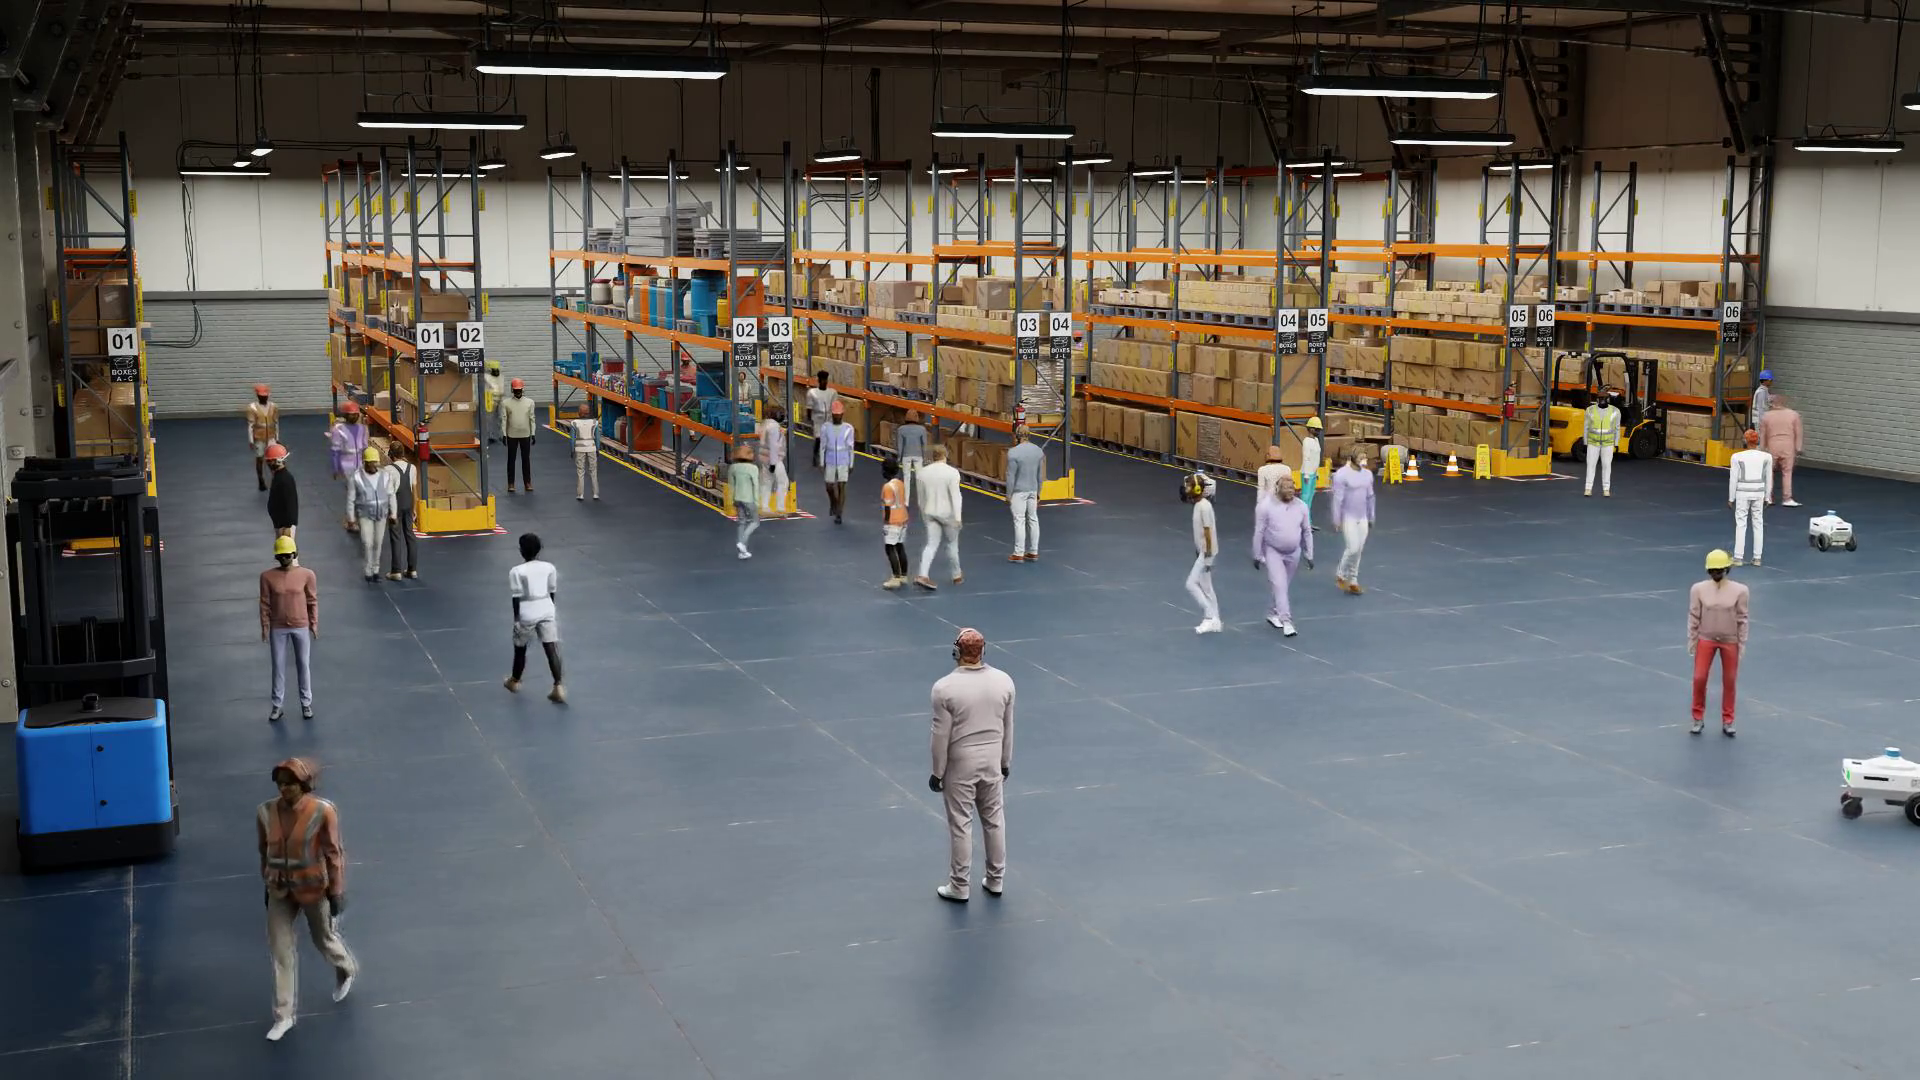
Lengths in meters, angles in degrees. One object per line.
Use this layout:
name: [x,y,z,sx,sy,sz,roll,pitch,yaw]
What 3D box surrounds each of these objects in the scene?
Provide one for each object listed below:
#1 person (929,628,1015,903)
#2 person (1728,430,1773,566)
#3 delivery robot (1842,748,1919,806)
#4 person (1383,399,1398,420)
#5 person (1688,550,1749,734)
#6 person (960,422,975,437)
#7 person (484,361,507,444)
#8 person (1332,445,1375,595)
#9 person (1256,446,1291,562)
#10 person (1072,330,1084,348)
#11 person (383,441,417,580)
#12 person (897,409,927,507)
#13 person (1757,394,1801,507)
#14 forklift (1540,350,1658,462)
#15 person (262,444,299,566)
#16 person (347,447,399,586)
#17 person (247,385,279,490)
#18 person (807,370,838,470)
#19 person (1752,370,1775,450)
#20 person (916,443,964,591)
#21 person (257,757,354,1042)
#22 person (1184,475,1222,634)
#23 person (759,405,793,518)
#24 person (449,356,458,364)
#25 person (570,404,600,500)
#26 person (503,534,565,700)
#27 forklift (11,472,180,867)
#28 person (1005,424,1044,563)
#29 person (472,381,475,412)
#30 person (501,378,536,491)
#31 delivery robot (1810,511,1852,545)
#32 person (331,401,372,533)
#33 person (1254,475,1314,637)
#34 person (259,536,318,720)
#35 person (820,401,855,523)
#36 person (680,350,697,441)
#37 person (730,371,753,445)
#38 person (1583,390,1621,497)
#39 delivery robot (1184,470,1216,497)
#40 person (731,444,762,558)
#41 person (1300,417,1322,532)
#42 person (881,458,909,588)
person: [0.064,1.556,14.575,0.643,1.910,0.399,-4,10,-27]
person: [10.907,-0.587,28.936,0.574,1.886,0.356,0,9,3]
delivery robot: [7.397,1.895,16.636,0.707,0.478,0.477,3,9,19]
person: [9.942,-3.421,48.340,0.483,1.737,0.320,8,12,42]
person: [6.956,0.939,19.231,0.525,1.734,0.481,4,10,27]
person: [0.232,-2.847,44.078,0.631,1.861,0.464,3,9,19]
person: [-9.908,-2.939,44.909,0.883,1.789,0.613,8,12,44]
person: [5.027,-0.255,26.606,0.650,1.919,0.442,-6,10,-34]
person: [4.370,-0.499,29.200,0.508,1.627,0.264,-2,9,-14]
person: [3.124,-4.584,55.402,0.349,1.942,0.545,2,9,10]
person: [-7.440,-0.398,27.840,0.331,1.841,0.505,7,11,40]
person: [-0.799,-1.370,34.997,0.504,1.631,0.281,0,9,-1]
person: [13.735,-1.500,35.086,0.748,1.873,0.396,2,9,11]
forklift: [12.897,-2.725,42.309,2.313,2.155,1.214,-3,9,-21]
person: [-8.443,-0.210,26.066,0.400,1.989,0.623,-5,10,-28]
person: [-7.660,-0.314,27.380,0.609,1.801,0.774,-6,11,-36]
person: [-12.238,-1.785,36.895,0.574,1.883,0.987,-6,10,-34]
person: [-2.597,-2.269,39.952,0.621,1.951,0.411,-3,9,-21]
person: [15.300,-2.268,39.931,0.389,1.949,0.603,3,9,18]
person: [-0.281,-0.299,27.076,0.680,1.891,0.973,5,10,31]
person: [-3.847,2.043,12.316,0.522,1.614,0.770,1,9,9]
person: [2.806,0.168,24.103,0.490,1.831,0.548,0,9,-1]
person: [-2.934,-1.265,33.687,0.633,1.815,0.630,-3,9,-20]
person: [-12.247,-3.849,50.763,0.521,1.865,0.336,-4,9,-24]
person: [-6.417,-1.503,35.855,0.515,1.641,0.314,-2,9,-15]
person: [-4.233,0.752,20.797,0.547,1.643,0.912,-7,11,-41]
forklift: [-6.630,0.886,15.957,1.129,2.768,1.873,-3,9,-21]
person: [0.900,-0.655,29.244,0.625,1.933,0.358,-7,11,-40]
person: [-10.494,-2.802,44.024,0.614,1.780,0.831,-1,9,-4]
person: [-7.824,-1.870,37.127,0.612,1.995,0.382,-3,9,-22]
delivery robot: [12.669,-0.181,30.464,0.477,0.478,0.707,0,9,-3]
person: [-9.194,-1.108,31.961,0.832,2.016,0.632,7,11,40]
person: [3.741,0.158,24.128,0.663,1.842,1.059,-2,9,-16]
person: [-6.368,0.829,19.889,0.528,1.767,0.329,-2,9,-13]
person: [-1.945,-1.251,33.220,0.561,1.927,0.523,0,9,1]
person: [-5.975,-3.150,45.692,0.611,1.985,0.393,-3,9,-20]
person: [-4.625,-2.752,44.184,0.514,1.642,0.310,-5,10,-29]
person: [11.125,-1.675,36.334,0.620,1.845,0.430,3,9,18]
delivery robot: [4.082,-0.951,35.611,0.477,0.478,0.707,-2,9,-15]
person: [-3.015,-0.543,29.513,0.525,1.619,0.371,6,11,36]
person: [5.408,-1.018,32.212,0.330,1.765,0.526,4,10,27]
person: [-0.859,-0.224,27.222,0.348,1.674,0.538,3,9,17]
